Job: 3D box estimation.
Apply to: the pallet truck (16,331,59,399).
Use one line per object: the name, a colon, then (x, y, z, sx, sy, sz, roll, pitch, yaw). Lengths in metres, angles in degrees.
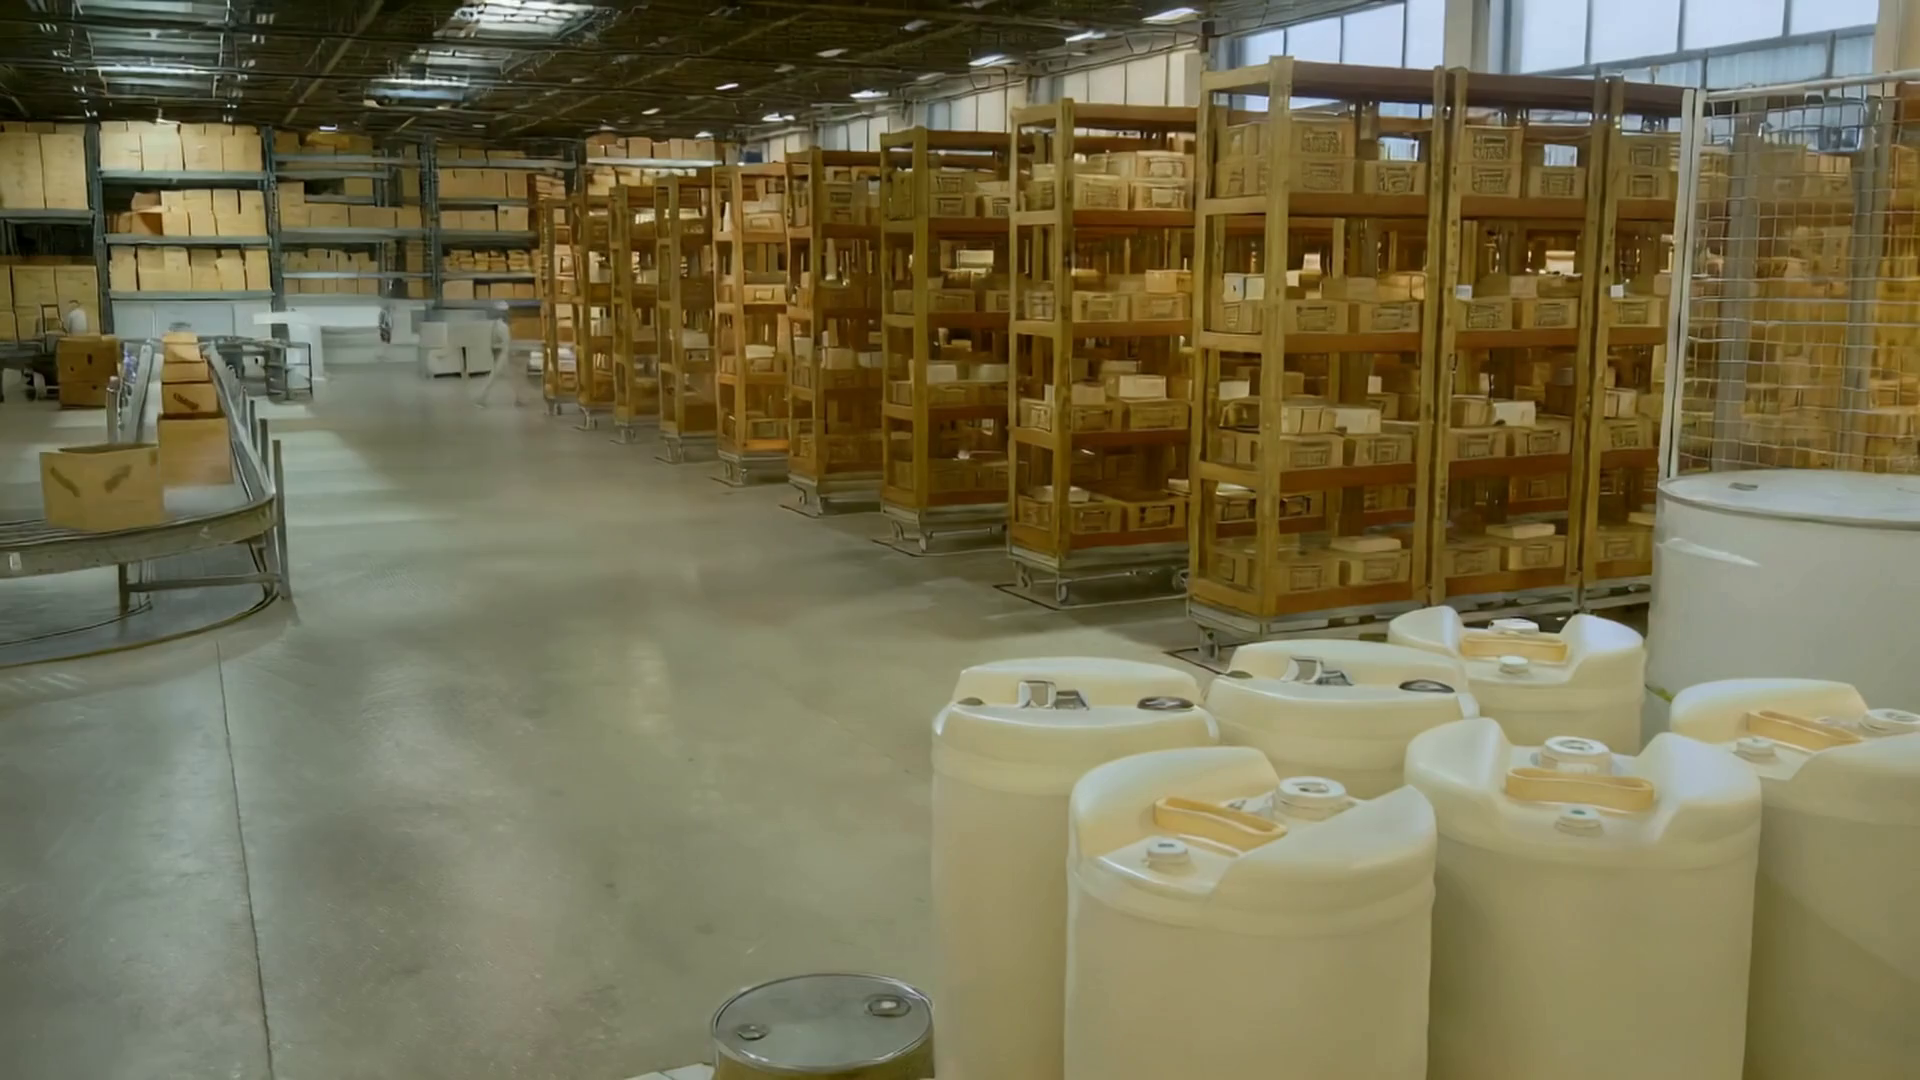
pallet truck: (-17.082, -3.353, 31.781, 1.630, 1.274, 0.653, -4, 10, -25)

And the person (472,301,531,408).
person: (-8.222, -3.289, 29.565, 0.993, 1.914, 0.598, -2, 9, -14)

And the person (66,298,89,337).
person: (-20.240, -4.635, 38.136, 0.404, 1.826, 0.592, 3, 10, 19)

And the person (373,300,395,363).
person: (-15.255, -5.506, 43.960, 0.494, 1.684, 0.537, -6, 11, -35)
